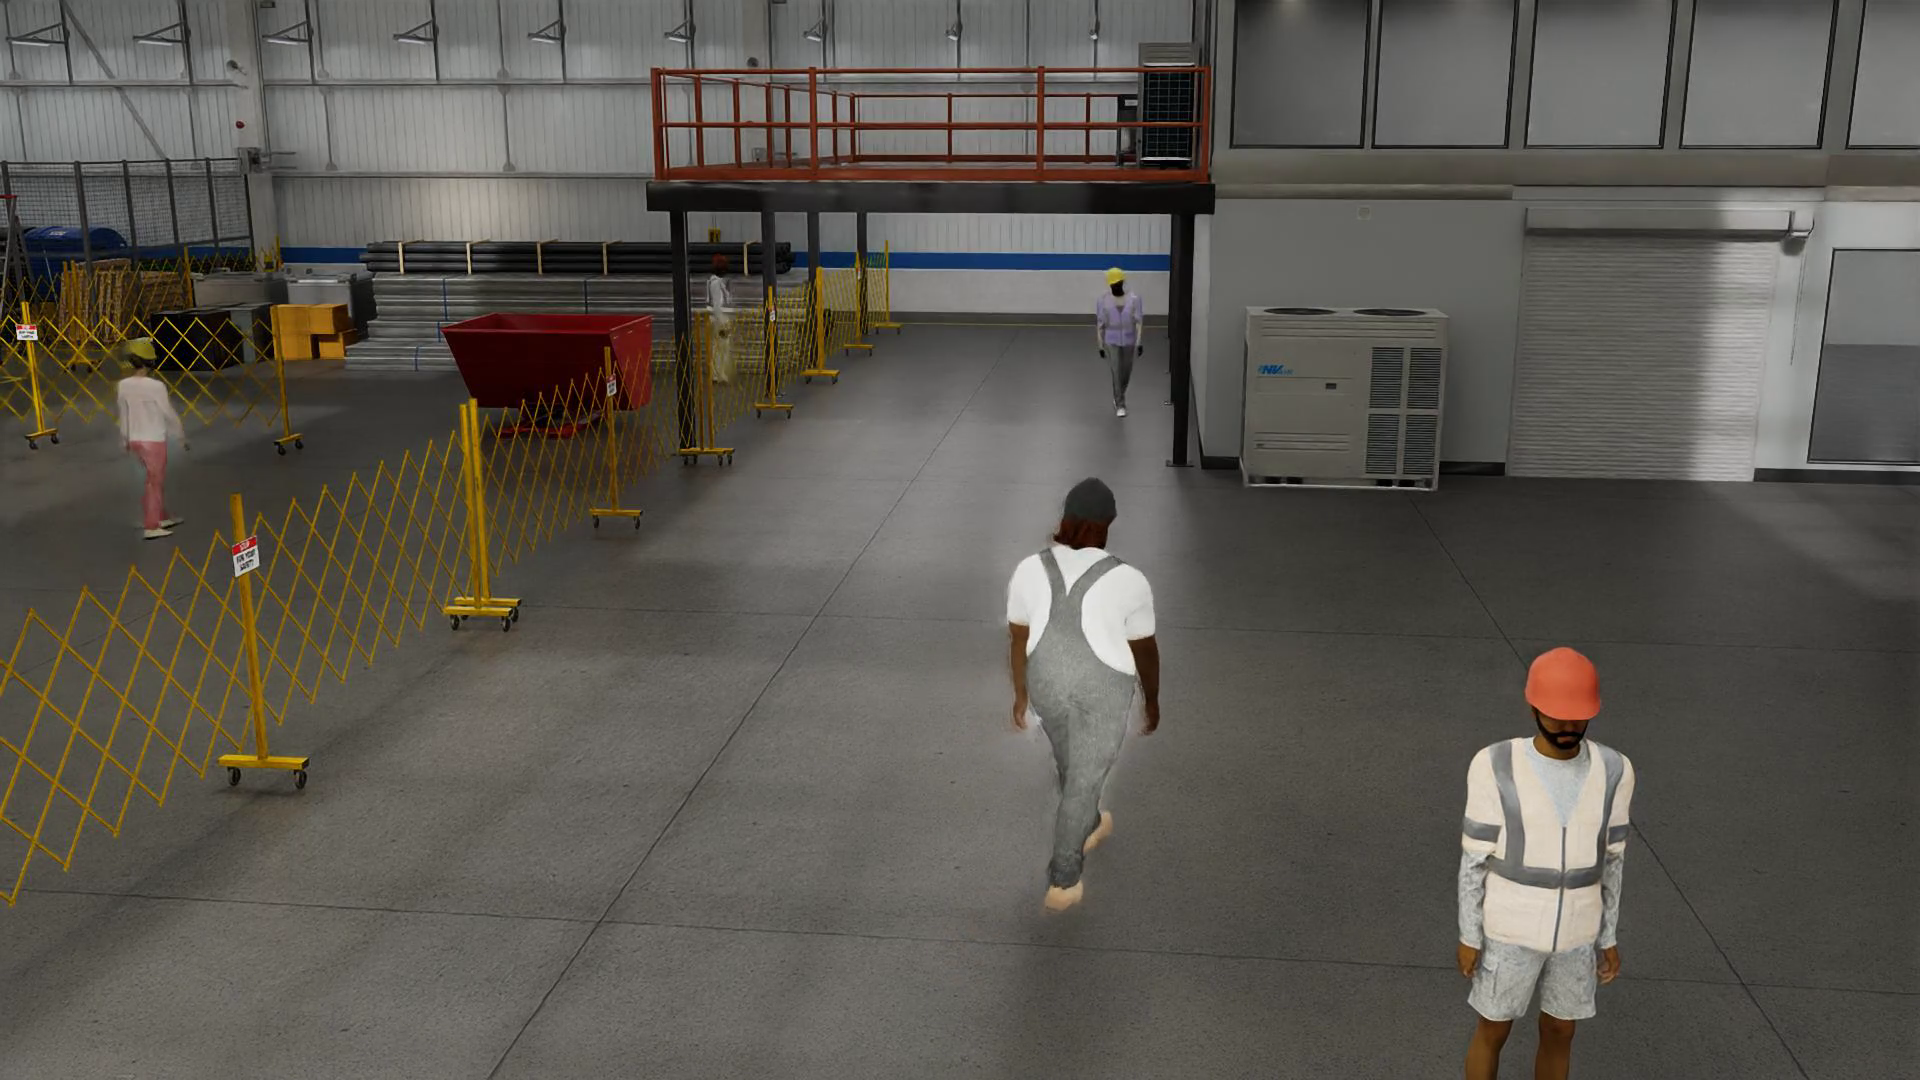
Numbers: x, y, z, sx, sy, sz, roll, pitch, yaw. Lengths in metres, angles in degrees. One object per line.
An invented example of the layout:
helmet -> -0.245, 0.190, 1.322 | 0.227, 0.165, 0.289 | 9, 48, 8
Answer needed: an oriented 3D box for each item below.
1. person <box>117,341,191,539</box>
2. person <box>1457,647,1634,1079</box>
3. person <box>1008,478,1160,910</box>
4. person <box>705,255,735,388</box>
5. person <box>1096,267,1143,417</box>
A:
person -> -7.139, -0.902, 14.841 | 0.544, 1.746, 0.652 | 6, 15, 24
person -> 1.928, 1.283, 5.511 | 0.552, 1.937, 0.356 | 0, 14, -1
person -> 0.599, 0.655, 7.864 | 0.690, 2.000, 1.042 | 7, 15, 26
person -> -3.421, -3.070, 23.506 | 0.372, 1.888, 0.607 | -2, 14, -7
person -> 2.043, -2.562, 21.318 | 0.613, 1.893, 0.752 | 0, 14, 0
